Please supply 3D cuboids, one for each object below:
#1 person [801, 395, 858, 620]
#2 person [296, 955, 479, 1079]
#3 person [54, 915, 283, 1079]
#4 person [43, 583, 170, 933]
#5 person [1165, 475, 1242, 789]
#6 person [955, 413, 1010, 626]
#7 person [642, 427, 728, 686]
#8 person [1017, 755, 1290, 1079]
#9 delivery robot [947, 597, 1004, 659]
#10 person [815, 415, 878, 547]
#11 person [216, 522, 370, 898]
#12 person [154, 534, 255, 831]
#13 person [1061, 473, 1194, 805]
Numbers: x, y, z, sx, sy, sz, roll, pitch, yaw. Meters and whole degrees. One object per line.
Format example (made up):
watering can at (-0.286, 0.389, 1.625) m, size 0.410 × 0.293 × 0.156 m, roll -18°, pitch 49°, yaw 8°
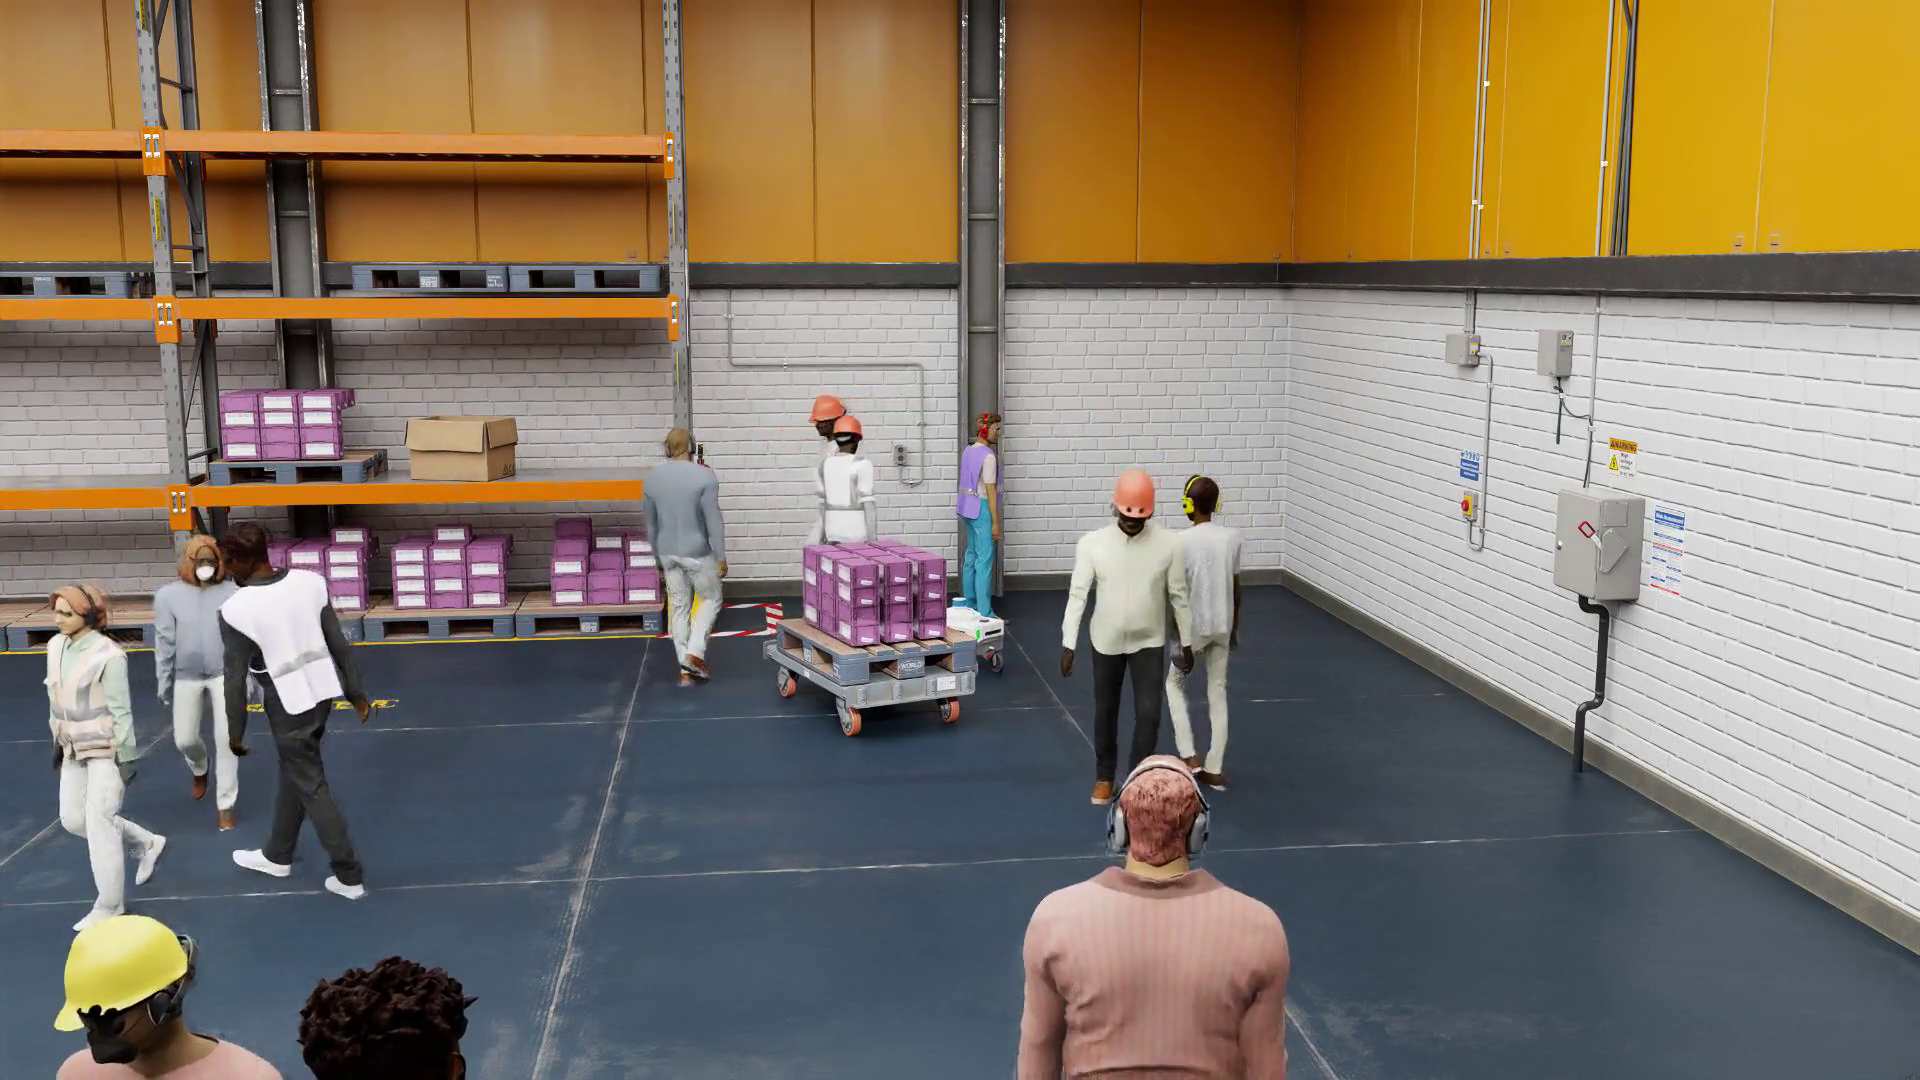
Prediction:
person at (-1.106, -0.213, 14.036) m, size 0.673 × 2.011 × 0.636 m, roll -5°, pitch 10°, yaw -27°
person at (-0.924, 1.624, 2.714) m, size 0.361 × 1.963 × 0.612 m, roll -5°, pitch 10°, yaw -29°
person at (-1.625, 1.594, 3.562) m, size 0.544 × 1.744 × 0.504 m, roll 1°, pitch 9°, yaw 4°
person at (-3.991, 0.979, 7.799) m, size 0.520 × 1.619 × 0.502 m, roll 5°, pitch 11°, yaw 30°
person at (1.450, 0.544, 9.834) m, size 0.535 × 1.851 × 0.465 m, roll -3°, pitch 9°, yaw -16°
person at (0.175, -0.177, 14.352) m, size 0.394 × 1.839 × 0.563 m, roll -4°, pitch 10°, yaw -22°
person at (-2.007, 0.128, 12.258) m, size 0.709 × 1.902 × 0.441 m, roll 4°, pitch 10°, yaw 22°
person at (0.457, 1.463, 4.023) m, size 0.650 × 1.880 × 0.862 m, roll 1°, pitch 9°, yaw 7°
delivery robot at (-0.006, 0.683, 12.689) m, size 0.707 × 0.478 × 0.477 m, roll 8°, pitch 12°, yaw 42°
person at (-0.868, -0.042, 13.332) m, size 0.622 × 1.894 × 0.502 m, roll 5°, pitch 10°, yaw 29°
person at (-3.304, 0.816, 8.095) m, size 0.900 × 1.854 × 0.680 m, roll 4°, pitch 10°, yaw 22°
person at (-4.146, 0.758, 9.174) m, size 0.516 × 1.616 × 0.549 m, roll -4°, pitch 10°, yaw -22°
person at (0.934, 0.588, 9.247) m, size 0.746 × 1.935 × 0.839 m, roll 1°, pitch 9°, yaw 3°
